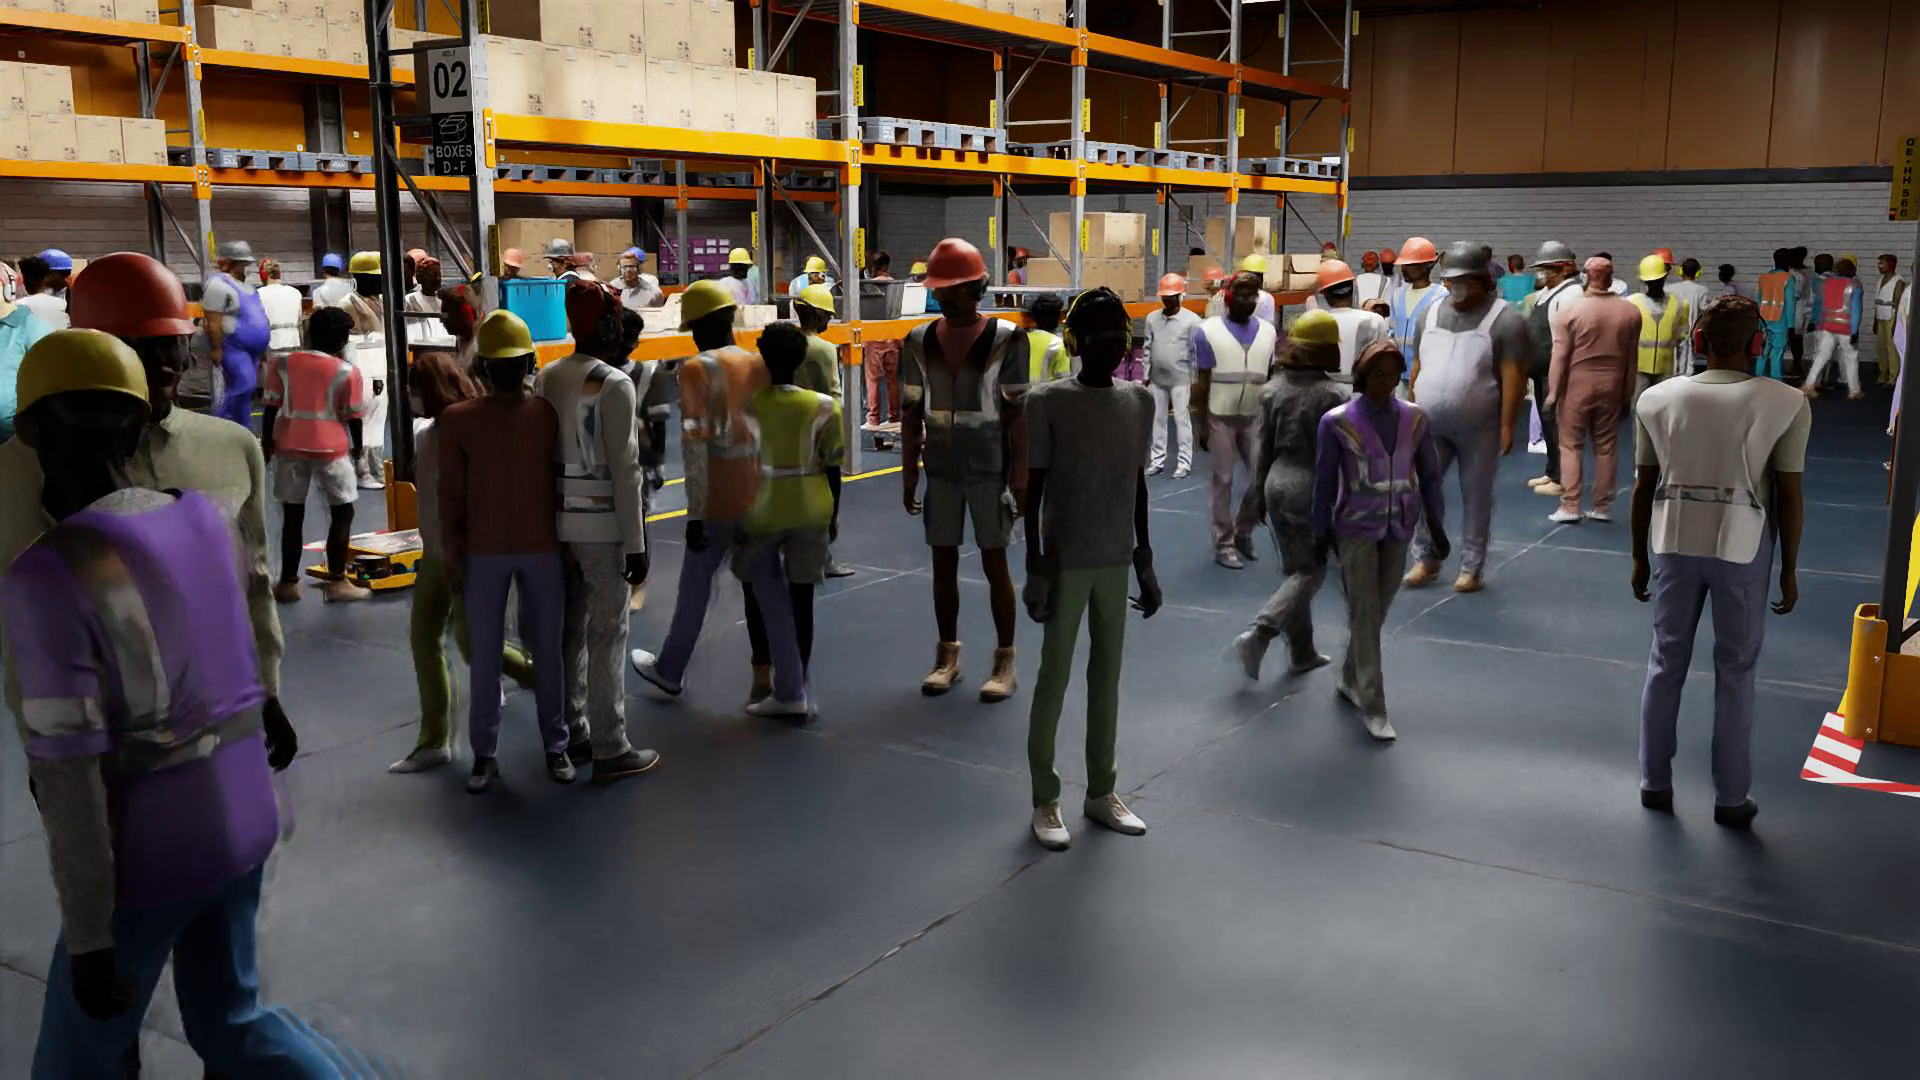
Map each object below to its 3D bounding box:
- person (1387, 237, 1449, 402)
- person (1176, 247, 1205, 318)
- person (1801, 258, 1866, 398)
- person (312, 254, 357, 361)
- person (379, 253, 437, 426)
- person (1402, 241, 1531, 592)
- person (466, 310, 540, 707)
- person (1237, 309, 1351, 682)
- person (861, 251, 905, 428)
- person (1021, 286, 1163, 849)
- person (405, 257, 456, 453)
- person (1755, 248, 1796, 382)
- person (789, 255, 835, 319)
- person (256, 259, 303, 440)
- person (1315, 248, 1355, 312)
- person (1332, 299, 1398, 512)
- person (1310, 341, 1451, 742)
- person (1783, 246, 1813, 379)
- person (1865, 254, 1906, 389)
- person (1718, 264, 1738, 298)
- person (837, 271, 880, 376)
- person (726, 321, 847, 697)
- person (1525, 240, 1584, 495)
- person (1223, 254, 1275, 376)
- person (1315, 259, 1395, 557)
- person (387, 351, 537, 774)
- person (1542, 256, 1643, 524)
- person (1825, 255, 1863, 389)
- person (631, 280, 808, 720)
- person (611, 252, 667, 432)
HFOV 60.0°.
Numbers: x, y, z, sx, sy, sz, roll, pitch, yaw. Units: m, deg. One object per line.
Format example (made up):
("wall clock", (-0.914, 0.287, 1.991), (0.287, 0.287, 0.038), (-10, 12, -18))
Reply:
("person", (3.452, -1.262, 12.619), (0.386, 2.039, 0.615), (-7, 12, -33))
("person", (3.539, -3.528, 25.530), (0.631, 1.930, 0.852), (-1, 10, -8))
("person", (11.201, -2.689, 21.243), (0.906, 1.807, 0.627), (-5, 11, -25))
("person", (-6.901, -2.213, 18.386), (1.037, 1.870, 0.592), (8, 13, 37))
("person", (-4.938, -1.625, 15.019), (0.584, 1.911, 0.391), (0, 10, 2))
("person", (2.869, -0.707, 9.549), (0.706, 2.000, 0.590), (7, 13, 36))
("person", (-1.964, -0.141, 7.280), (0.486, 1.727, 0.404), (-6, 12, -31))
("person", (1.513, -0.193, 7.599), (0.702, 1.717, 0.490), (-8, 13, -39))
("person", (-0.813, -2.114, 17.729), (0.599, 1.905, 0.391), (-9, 13, -40))
("person", (0.445, 0.090, 5.600), (0.518, 1.874, 0.330), (-5, 11, -24))
("person", (-4.385, -1.402, 13.842), (0.355, 1.883, 0.575), (5, 11, 27))
("person", (10.610, -2.829, 21.643), (0.391, 1.920, 0.593), (-3, 11, -18))
("person", (-1.836, -2.679, 21.044), (0.620, 1.838, 0.429), (1, 10, 3))
("person", (-6.854, -1.905, 16.758), (0.406, 1.835, 0.567), (7, 12, 34))
("person", (3.951, -2.134, 17.742), (0.372, 1.938, 0.630), (-4, 11, -20))
("person", (2.699, -0.784, 11.084), (0.515, 1.640, 0.315), (-6, 12, -29))
("person", (1.741, -0.020, 6.938), (0.517, 1.607, 0.750), (-3, 11, -15))
("person", (12.247, -3.311, 24.302), (0.389, 1.931, 0.712), (9, 14, 41))
("person", (12.654, -2.966, 22.647), (0.405, 1.837, 0.566), (1, 10, 3))
("person", (11.633, -3.340, 25.157), (0.458, 1.659, 0.558), (3, 11, 18))
("person", (-1.590, -3.332, 24.599), (0.884, 1.846, 0.600), (-2, 10, -11))
("person", (-0.753, -0.097, 7.152), (0.544, 1.673, 0.499), (-2, 11, -13))
("person", (4.751, -1.395, 13.358), (0.538, 2.000, 0.687), (1, 10, 4))
("person", (2.716, -1.778, 15.892), (0.770, 1.902, 0.589), (-9, 13, -40))
("person", (2.395, -0.774, 10.314), (0.625, 1.905, 0.538), (7, 12, 34))
("person", (-1.888, 0.076, 6.398), (0.503, 1.611, 0.649), (10, 14, 44))
("person", (4.510, -1.063, 11.911), (0.654, 1.910, 0.403), (-1, 10, -6))
("person", (12.069, -2.969, 22.688), (0.403, 1.825, 0.593), (6, 12, 30))
("person", (-1.034, -0.172, 7.122), (1.006, 1.842, 0.660), (8, 13, 39))
("person", (-3.134, -1.791, 15.926), (0.653, 1.906, 0.408), (-2, 11, -13))
